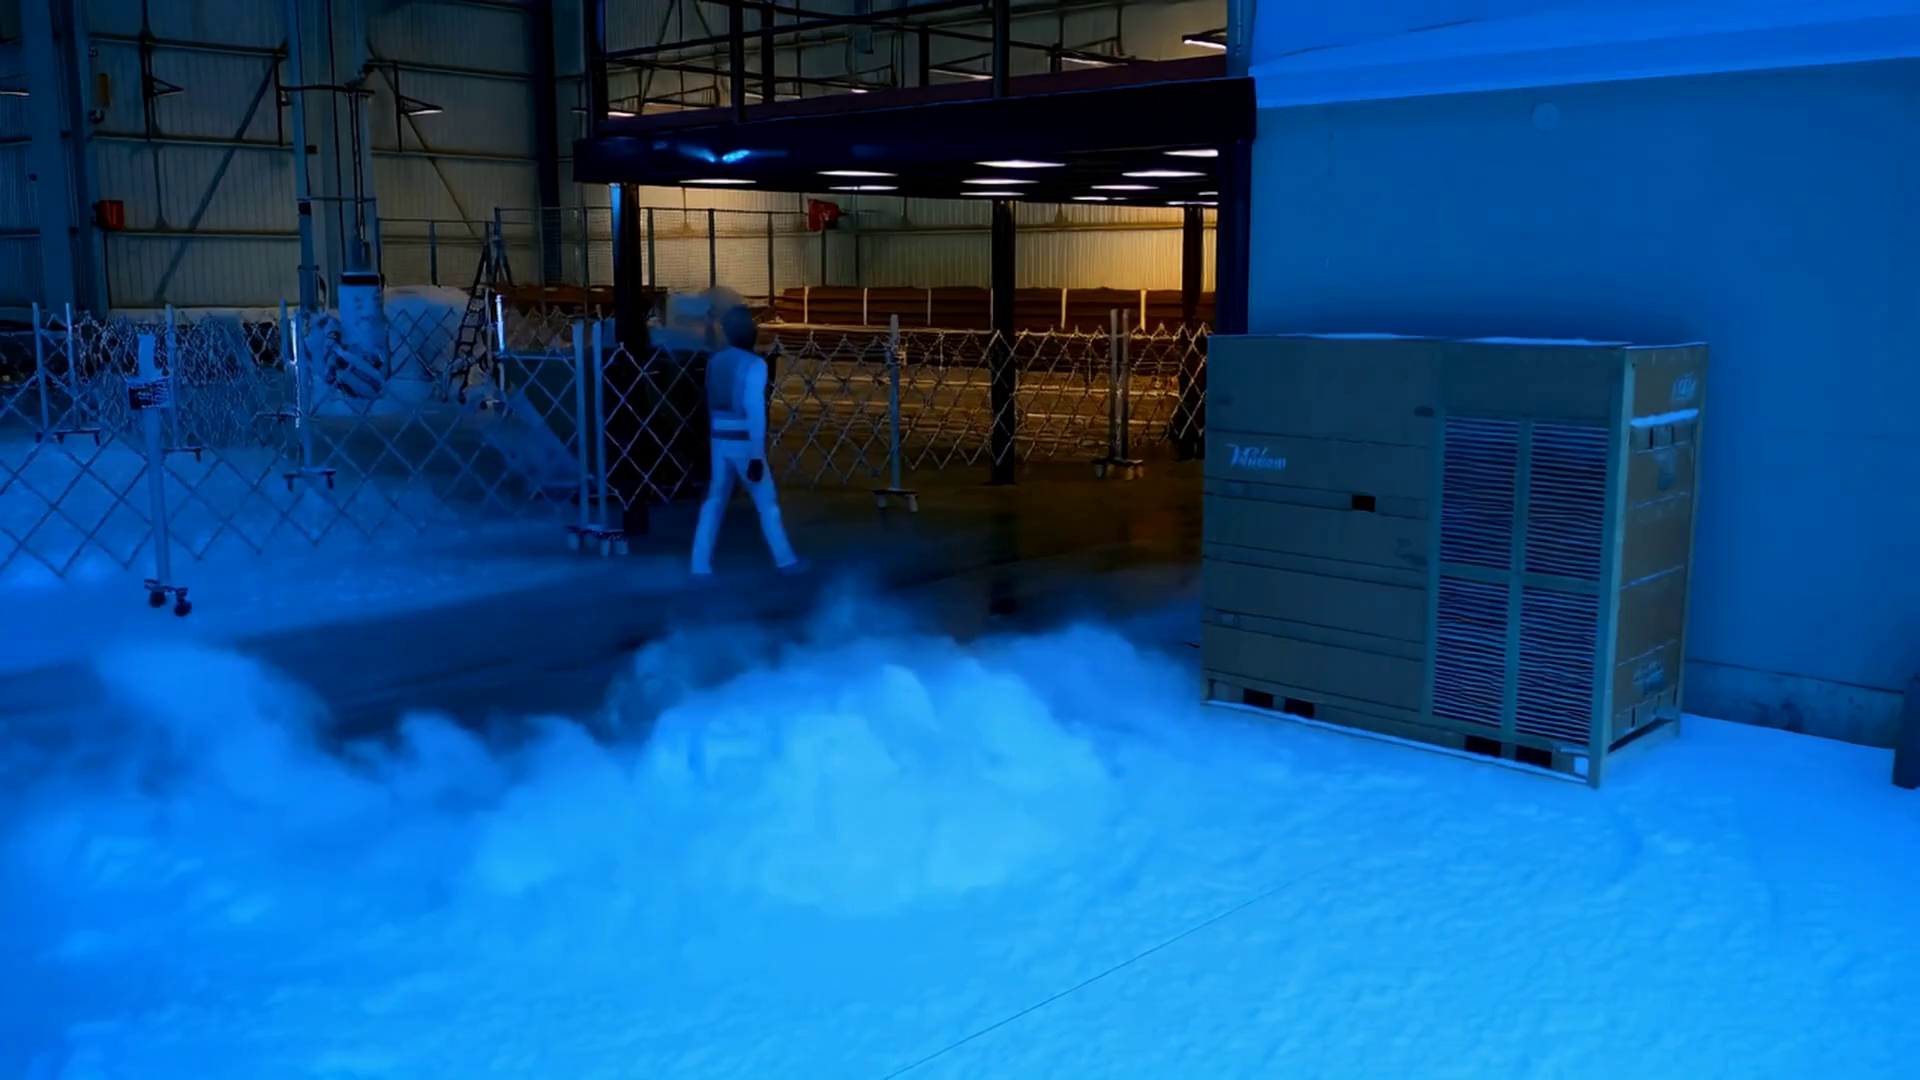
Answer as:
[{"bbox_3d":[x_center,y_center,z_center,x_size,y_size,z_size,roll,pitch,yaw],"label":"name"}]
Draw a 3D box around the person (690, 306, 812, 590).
[{"bbox_3d":[-1.417,-0.604,10.861,0.601,1.830,0.977,8,12,41],"label":"person"}]
